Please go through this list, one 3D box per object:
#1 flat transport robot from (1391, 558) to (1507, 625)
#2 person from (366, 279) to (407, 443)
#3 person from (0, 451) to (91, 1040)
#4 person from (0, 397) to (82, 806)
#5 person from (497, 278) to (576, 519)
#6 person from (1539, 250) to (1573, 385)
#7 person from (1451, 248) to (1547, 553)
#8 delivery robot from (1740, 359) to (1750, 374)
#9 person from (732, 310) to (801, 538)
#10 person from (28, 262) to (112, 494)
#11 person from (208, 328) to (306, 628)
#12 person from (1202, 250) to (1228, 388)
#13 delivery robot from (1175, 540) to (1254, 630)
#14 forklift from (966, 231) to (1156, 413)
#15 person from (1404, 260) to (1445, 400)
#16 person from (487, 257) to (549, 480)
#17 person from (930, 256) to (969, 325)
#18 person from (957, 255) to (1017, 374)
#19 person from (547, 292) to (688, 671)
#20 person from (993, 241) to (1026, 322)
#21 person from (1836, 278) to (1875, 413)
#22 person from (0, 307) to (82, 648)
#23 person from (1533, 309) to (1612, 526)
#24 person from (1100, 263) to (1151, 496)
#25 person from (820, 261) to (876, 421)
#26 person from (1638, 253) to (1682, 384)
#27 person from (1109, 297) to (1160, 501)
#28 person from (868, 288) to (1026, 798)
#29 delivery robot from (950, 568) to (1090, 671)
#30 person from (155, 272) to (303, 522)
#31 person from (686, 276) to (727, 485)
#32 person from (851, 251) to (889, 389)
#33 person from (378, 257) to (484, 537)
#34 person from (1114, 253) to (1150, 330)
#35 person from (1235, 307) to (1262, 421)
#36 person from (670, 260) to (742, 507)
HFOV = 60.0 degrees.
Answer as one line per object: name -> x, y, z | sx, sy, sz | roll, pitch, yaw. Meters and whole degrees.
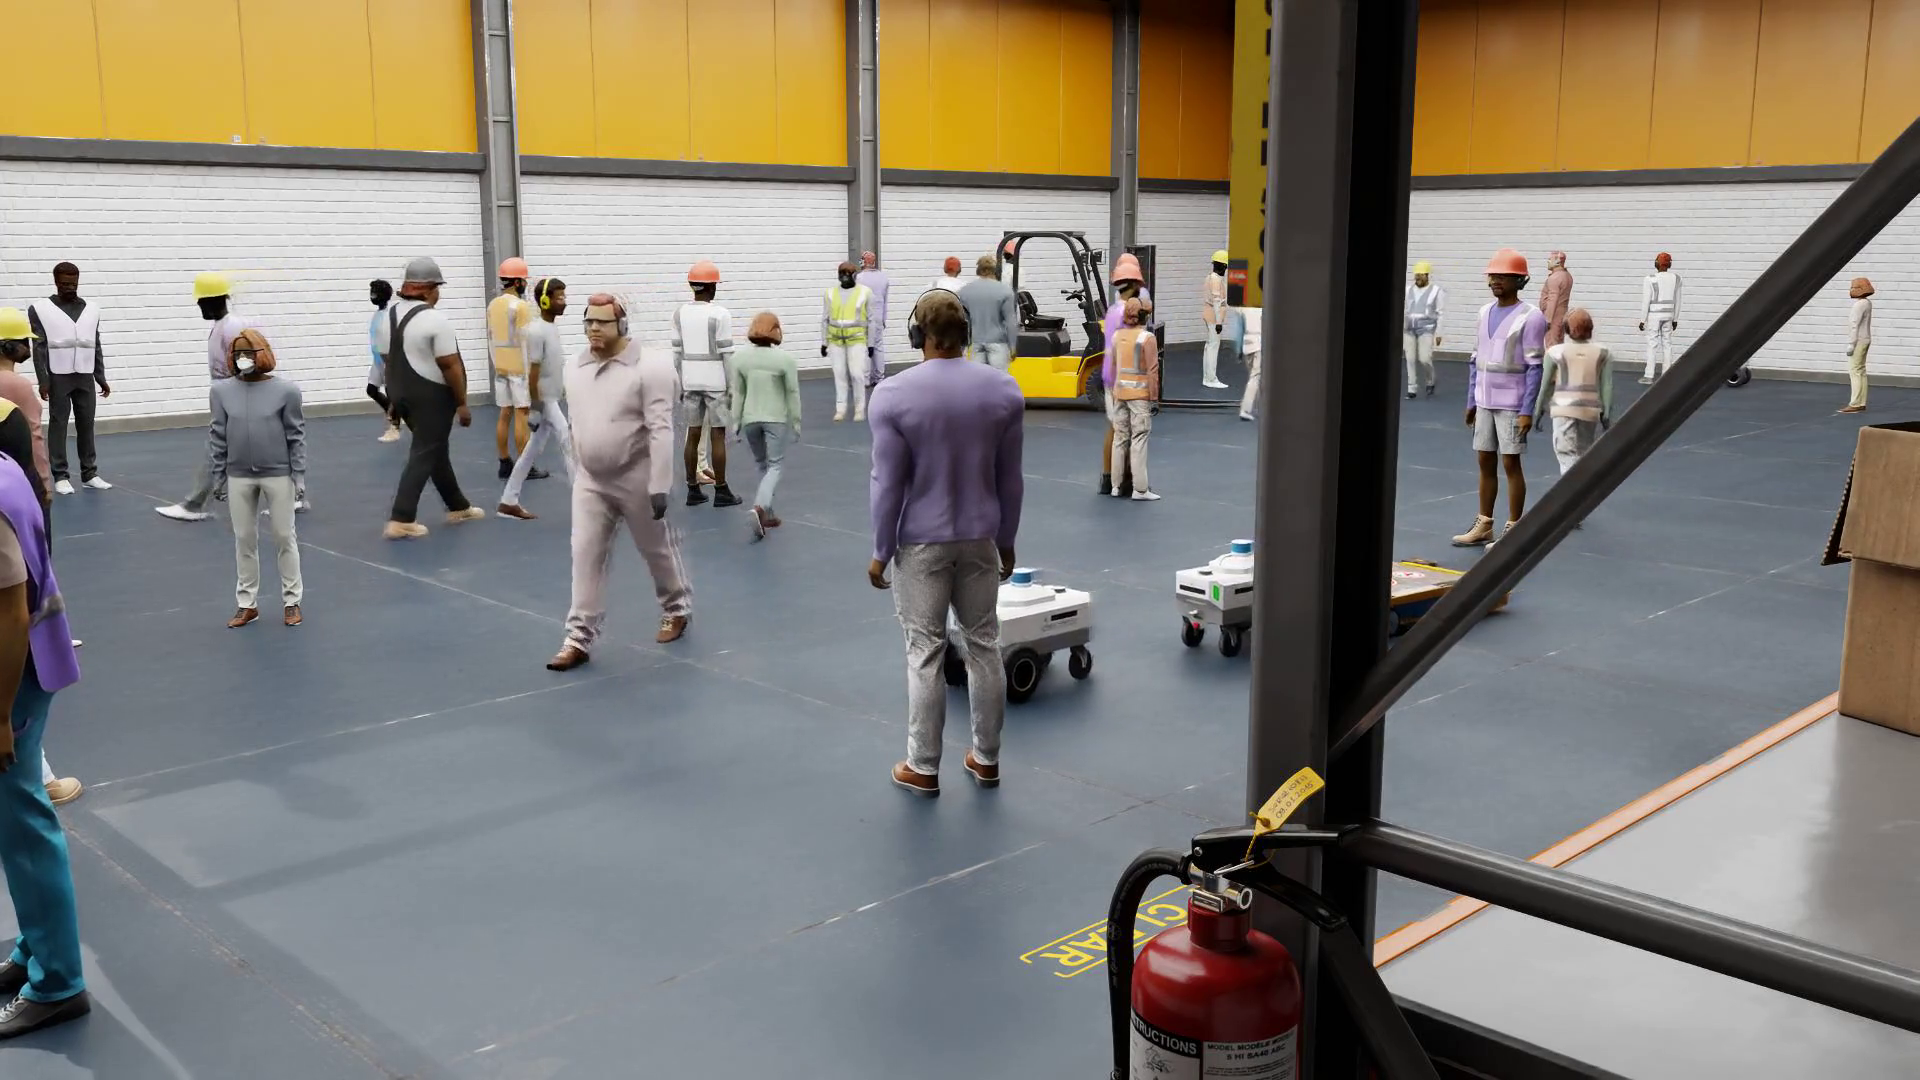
flat transport robot -> 2.351, 0.312, 9.265 | 1.431, 0.197, 0.652 | -8, 13, -37
person -> -5.917, -1.839, 17.127 | 0.361, 1.685, 0.540 | -9, 13, -39
person -> -2.569, 0.409, 4.455 | 0.381, 1.842, 0.585 | -6, 12, -32
person -> -3.613, 0.104, 6.123 | 0.636, 1.840, 0.429 | 2, 11, 9
person -> -3.045, -1.035, 12.411 | 0.969, 1.821, 0.539 | -1, 10, -4
person -> 8.514, -3.186, 23.869 | 0.409, 1.913, 0.645 | 8, 13, 36
person -> 3.630, -0.930, 11.195 | 0.361, 2.048, 0.614 | -5, 11, -25
delivery robot -> 10.817, -2.513, 23.645 | 0.707, 0.478, 0.477 | 7, 13, 35
person -> -1.400, -0.827, 11.842 | 0.508, 1.610, 0.732 | 3, 11, 15
person -> -7.416, -1.353, 13.871 | 0.390, 1.914, 0.587 | 7, 12, 32
person -> -3.822, -0.334, 9.076 | 0.502, 1.633, 0.280 | -1, 10, -7
person -> 3.602, -3.095, 23.359 | 0.381, 1.917, 0.586 | 0, 10, 0
delivery robot -> 1.451, 0.242, 8.622 | 0.707, 0.478, 0.477 | -8, 13, -36
forklift -> 1.222, -2.721, 20.561 | 2.313, 2.155, 1.214 | 2, 11, 13
person -> 5.951, -2.716, 21.561 | 0.603, 1.815, 0.412 | 8, 13, 39
person -> -3.893, -1.498, 14.593 | 0.547, 1.937, 0.379 | 9, 13, 39
person -> -0.159, -2.718, 21.431 | 0.581, 1.869, 0.519 | 5, 11, 24
person -> 0.344, -2.098, 17.966 | 0.772, 1.915, 0.360 | 3, 11, 14
person -> -1.710, -0.324, 8.443 | 0.659, 1.858, 1.011 | 4, 11, 19
person -> 0.753, -3.447, 24.953 | 0.608, 2.040, 0.401 | 8, 13, 37
person -> 10.844, -2.349, 20.092 | 0.280, 1.624, 0.494 | 9, 13, 39
person -> -4.834, -0.302, 8.536 | 0.523, 1.769, 0.321 | 7, 12, 33
person -> 4.547, -0.912, 12.348 | 0.533, 1.588, 0.875 | 0, 10, 2
person -> 1.349, -1.316, 13.706 | 0.471, 1.901, 0.585 | -3, 11, -18
person -> -1.297, -2.285, 19.179 | 0.630, 1.844, 0.429 | 3, 11, 14
person -> 10.044, -3.173, 23.881 | 0.574, 1.882, 0.356 | -1, 10, -7
person -> 1.407, -1.135, 13.429 | 0.309, 1.638, 0.522 | -8, 13, -37
person -> -0.057, 0.019, 6.338 | 0.627, 1.933, 0.371 | -4, 11, -22
delivery robot -> 0.290, 0.378, 7.881 | 0.707, 0.478, 0.477 | -10, 14, -43
person -> -5.493, -1.066, 12.456 | 1.045, 1.856, 0.623 | -5, 12, -26
person -> -2.211, -1.415, 14.326 | 0.312, 1.869, 0.537 | 2, 11, 10
person -> -1.289, -3.070, 23.251 | 0.409, 1.907, 0.649 | 10, 14, 43
person -> -3.825, -1.066, 11.955 | 0.688, 2.000, 1.008 | 8, 13, 38
person -> 1.815, -2.128, 18.031 | 0.373, 1.934, 0.551 | 8, 13, 38
person -> 3.458, -2.184, 19.299 | 0.515, 1.585, 0.909 | 9, 14, 40
person -> -1.994, -1.223, 13.096 | 0.544, 1.939, 0.355 | 4, 11, 22
